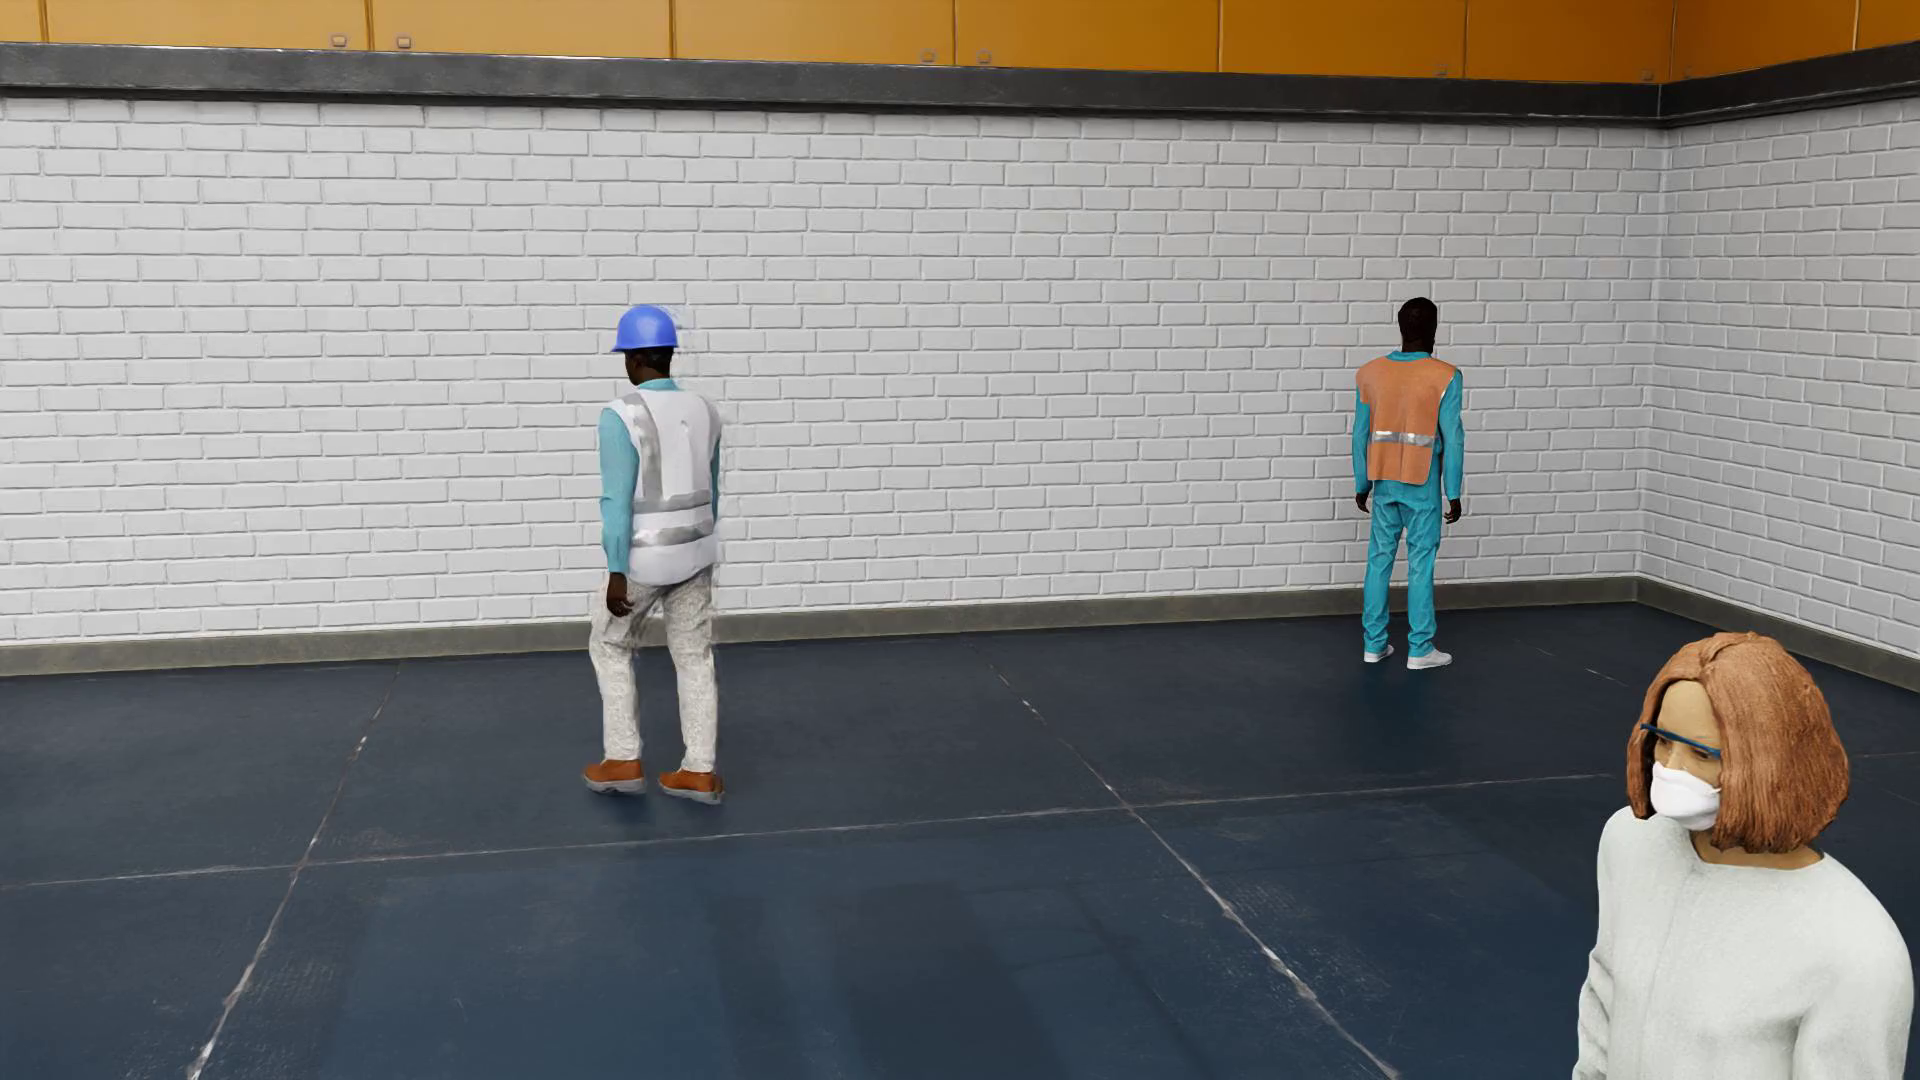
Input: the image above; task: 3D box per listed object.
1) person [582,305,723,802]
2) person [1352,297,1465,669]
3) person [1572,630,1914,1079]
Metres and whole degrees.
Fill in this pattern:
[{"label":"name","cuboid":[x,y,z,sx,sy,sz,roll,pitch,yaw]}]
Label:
[{"label":"person","cuboid":[-1.225,0.055,6.481,0.709,1.920,0.656,7,12,36]},{"label":"person","cuboid":[2.314,-0.291,8.619,0.599,1.917,0.375,8,12,41]},{"label":"person","cuboid":[0.980,0.914,2.173,0.289,1.629,0.502,-3,10,-16]}]
